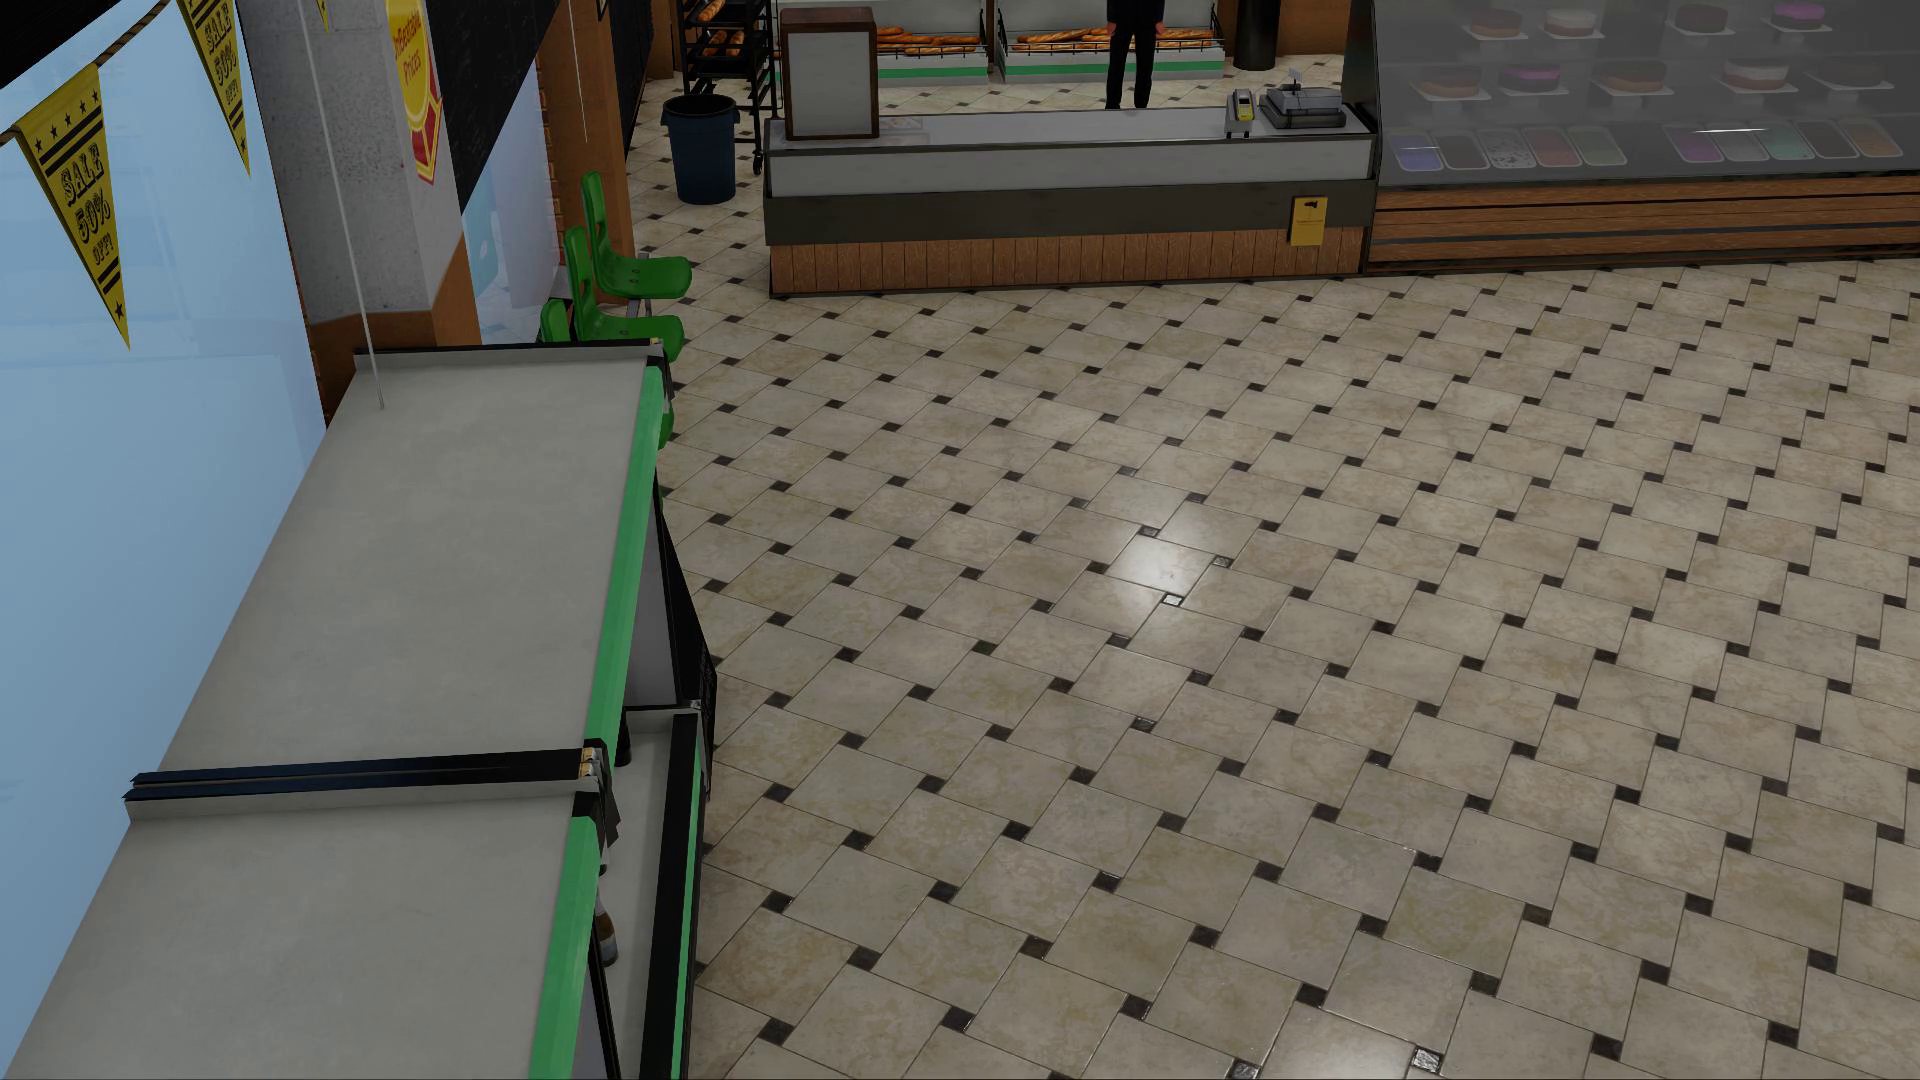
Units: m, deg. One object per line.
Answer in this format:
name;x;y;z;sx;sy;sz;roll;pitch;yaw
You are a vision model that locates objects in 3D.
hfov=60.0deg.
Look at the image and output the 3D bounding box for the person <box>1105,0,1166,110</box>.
person;1.422;-4.245;13.476;0.622;1.868;0.566;-2;32;-4
